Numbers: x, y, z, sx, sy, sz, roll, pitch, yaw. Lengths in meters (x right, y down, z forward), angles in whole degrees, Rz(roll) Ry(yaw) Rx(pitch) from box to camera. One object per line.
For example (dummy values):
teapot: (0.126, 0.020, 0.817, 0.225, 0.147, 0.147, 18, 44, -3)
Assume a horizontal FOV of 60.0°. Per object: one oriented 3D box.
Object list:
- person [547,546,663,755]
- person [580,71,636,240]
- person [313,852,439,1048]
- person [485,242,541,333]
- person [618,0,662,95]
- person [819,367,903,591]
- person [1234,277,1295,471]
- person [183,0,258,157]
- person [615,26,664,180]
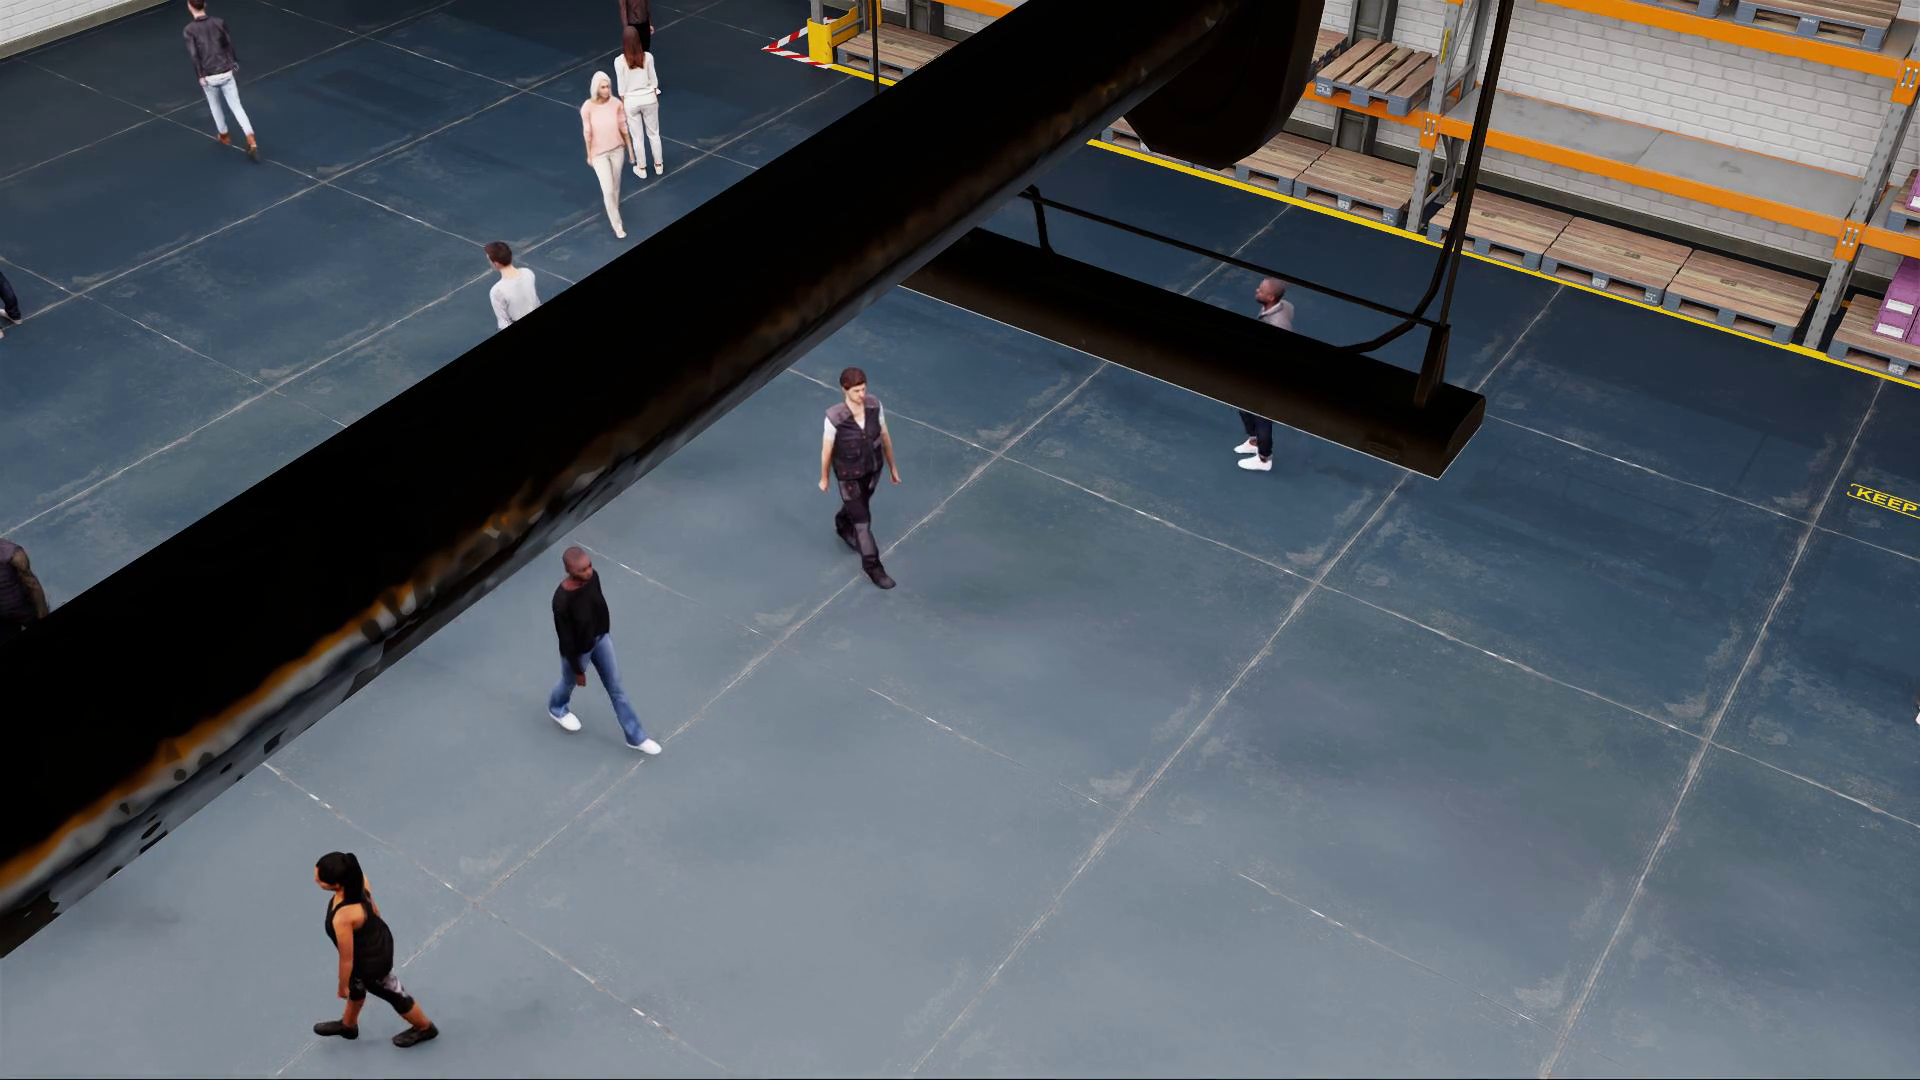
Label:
person: (-2.596, 0.712, 11.181, 1.180, 1.698, 0.672, 20, 43, 23)
person: (-3.642, -4.015, 17.096, 0.835, 1.702, 1.016, -20, 43, -23)
person: (-3.211, 2.291, 9.247, 1.012, 1.643, 0.958, -7, 39, -9)
person: (-3.604, -1.654, 14.060, 1.186, 1.803, 0.757, 31, 48, 33)
person: (-3.821, -6.069, 19.667, 0.487, 1.703, 0.606, 25, 45, 28)
person: (-0.829, -0.562, 12.693, 0.958, 1.802, 1.270, -26, 45, -29)
person: (2.588, -1.323, 13.642, 0.825, 1.807, 0.829, 6, 39, 7)
person: (-8.180, -5.124, 18.402, 0.833, 1.805, 1.194, -30, 47, -32)
person: (-3.469, -4.751, 18.030, 0.684, 1.688, 0.699, -16, 41, -19)
